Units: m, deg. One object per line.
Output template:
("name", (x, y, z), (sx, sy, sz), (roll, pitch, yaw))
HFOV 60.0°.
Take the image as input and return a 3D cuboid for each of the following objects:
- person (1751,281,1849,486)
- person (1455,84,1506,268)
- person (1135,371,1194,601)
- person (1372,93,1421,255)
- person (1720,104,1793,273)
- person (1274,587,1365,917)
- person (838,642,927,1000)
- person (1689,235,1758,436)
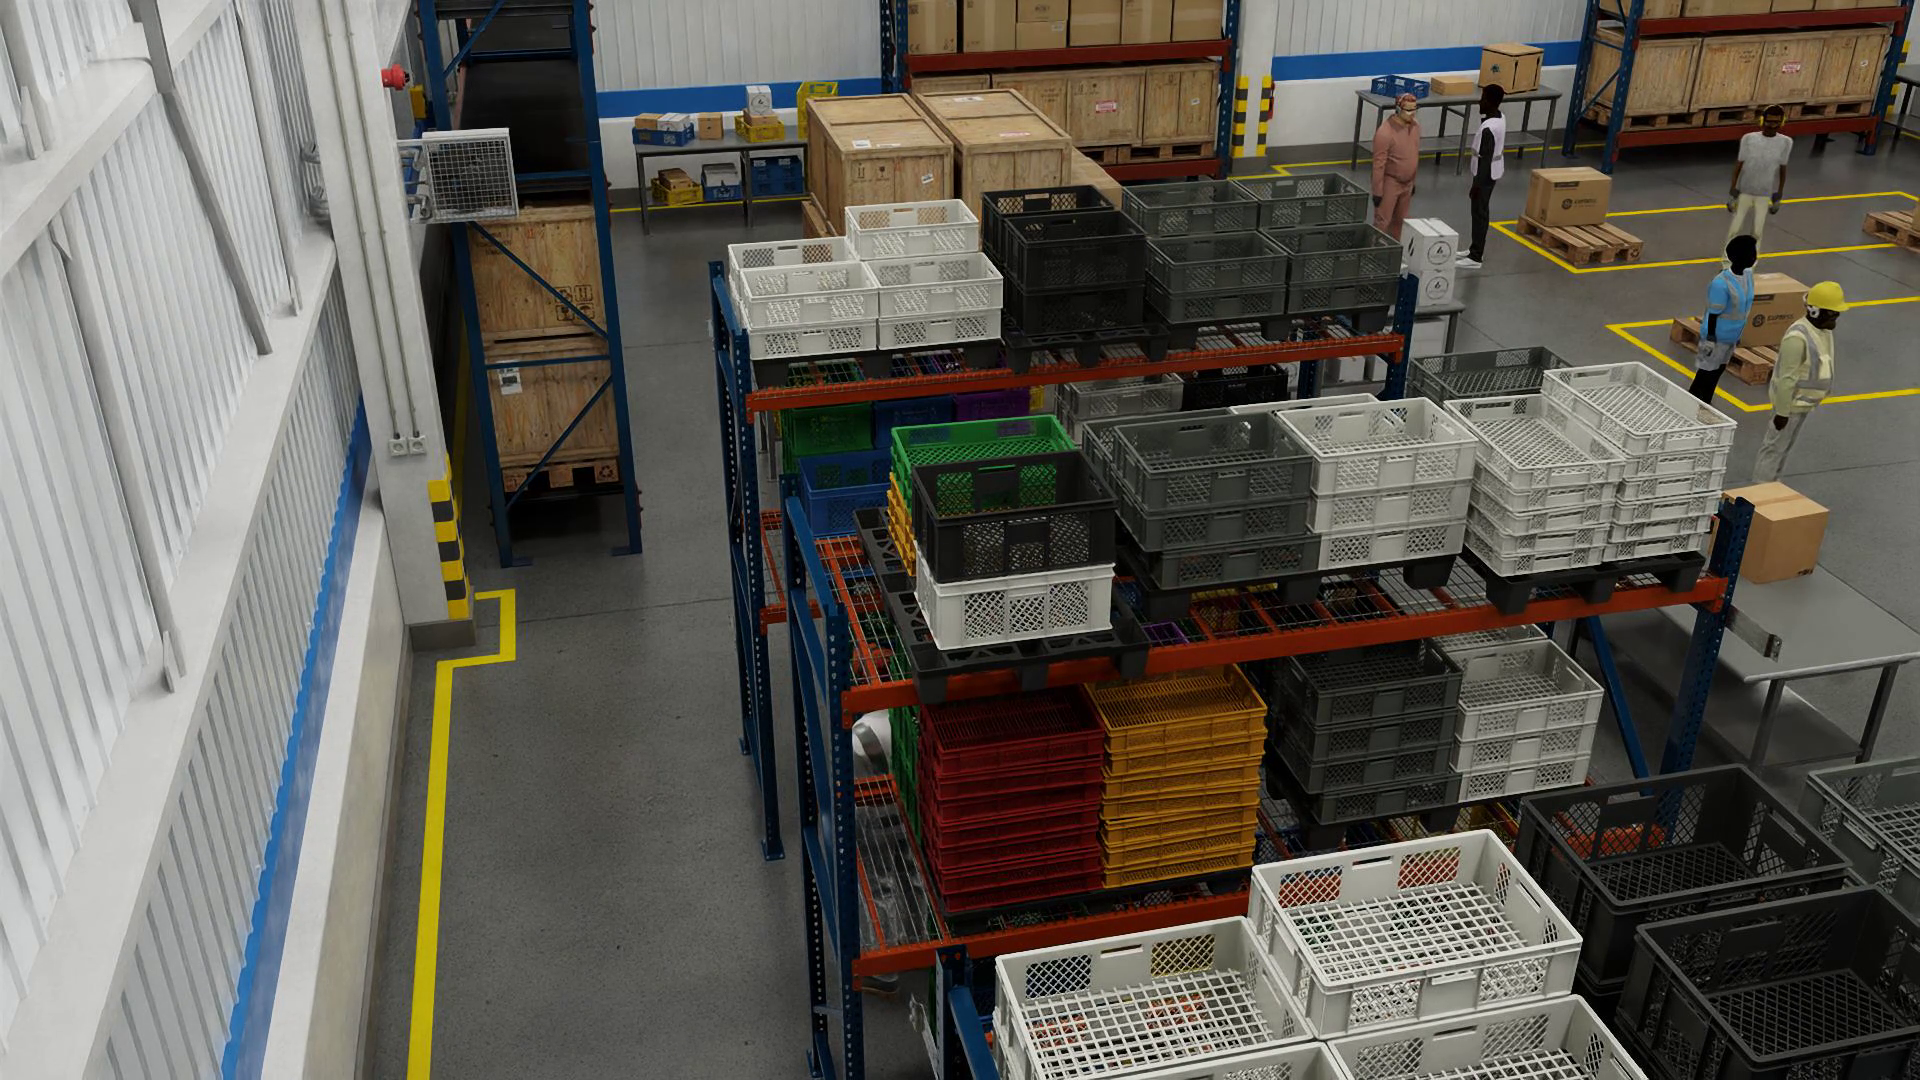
("person", (6.216, -1.046, 12.338), (0.403, 1.832, 0.594), (24, 36, 38))
("person", (5.522, -3.833, 17.538), (0.391, 1.917, 0.593), (11, 30, 19))
("person", (1.361, -0.284, 10.887), (0.429, 1.841, 0.625), (-18, 33, -31))
("person", (4.533, -3.695, 17.299), (0.639, 1.899, 0.404), (-21, 34, -34))
("person", (8.148, -3.532, 17.039), (0.530, 1.857, 0.323), (11, 30, 19))
("person", (1.824, 1.076, 8.210), (0.626, 1.932, 0.364), (13, 30, 23))
("person", (-0.357, 1.317, 7.800), (0.337, 1.882, 0.583), (19, 33, 31))
("person", (6.281, -1.685, 13.697), (0.540, 1.693, 0.316), (-22, 35, -35))
